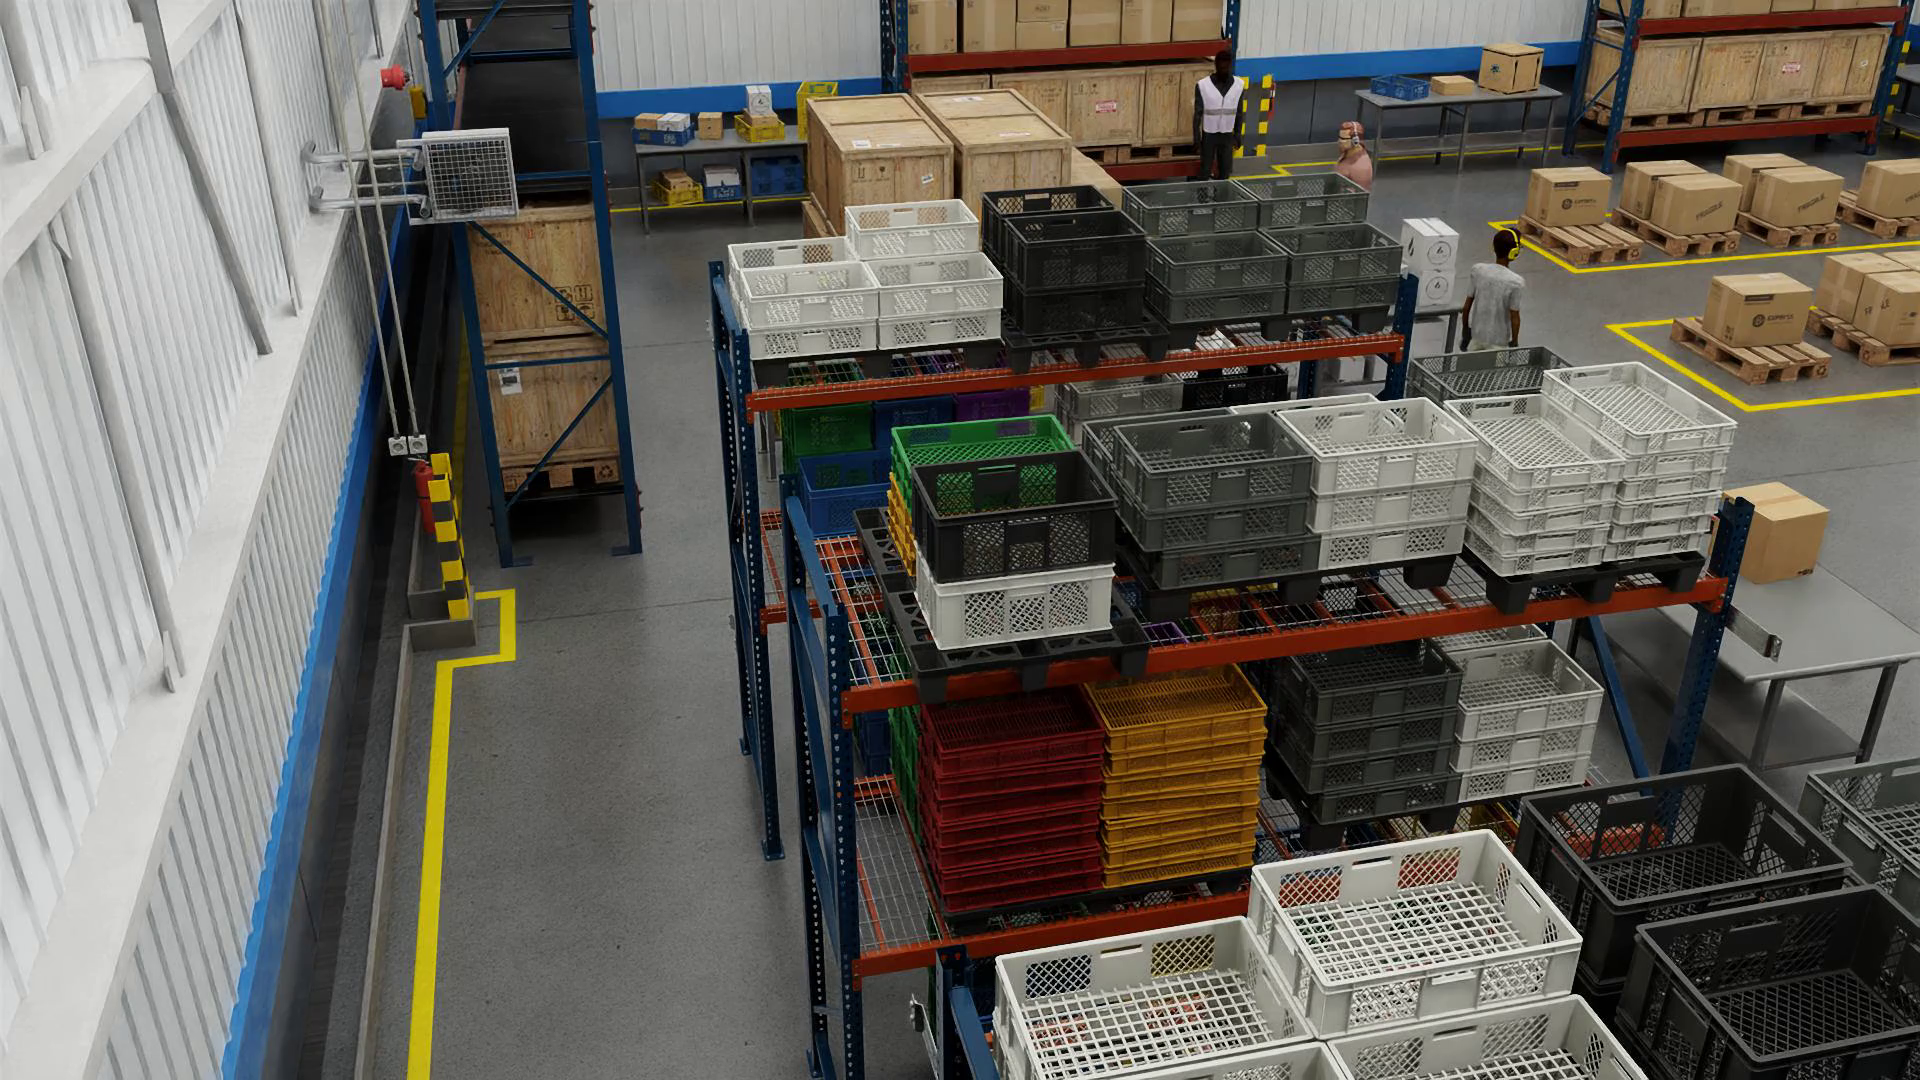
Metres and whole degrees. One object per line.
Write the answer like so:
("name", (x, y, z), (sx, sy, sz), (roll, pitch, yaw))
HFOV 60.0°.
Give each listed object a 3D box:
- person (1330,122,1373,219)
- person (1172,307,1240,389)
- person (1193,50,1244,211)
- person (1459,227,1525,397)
("person", (3.752, -3.134, 16.234), (0.399, 1.900, 0.645), (1, 28, 1))
("person", (1.739, -0.907, 12.033), (0.568, 1.880, 0.356), (20, 34, 33))
("person", (2.954, -4.672, 19.143), (0.595, 1.908, 0.411), (-5, 28, -10))
("person", (4.254, -1.594, 13.340), (0.313, 1.869, 0.538), (-21, 35, -35))
